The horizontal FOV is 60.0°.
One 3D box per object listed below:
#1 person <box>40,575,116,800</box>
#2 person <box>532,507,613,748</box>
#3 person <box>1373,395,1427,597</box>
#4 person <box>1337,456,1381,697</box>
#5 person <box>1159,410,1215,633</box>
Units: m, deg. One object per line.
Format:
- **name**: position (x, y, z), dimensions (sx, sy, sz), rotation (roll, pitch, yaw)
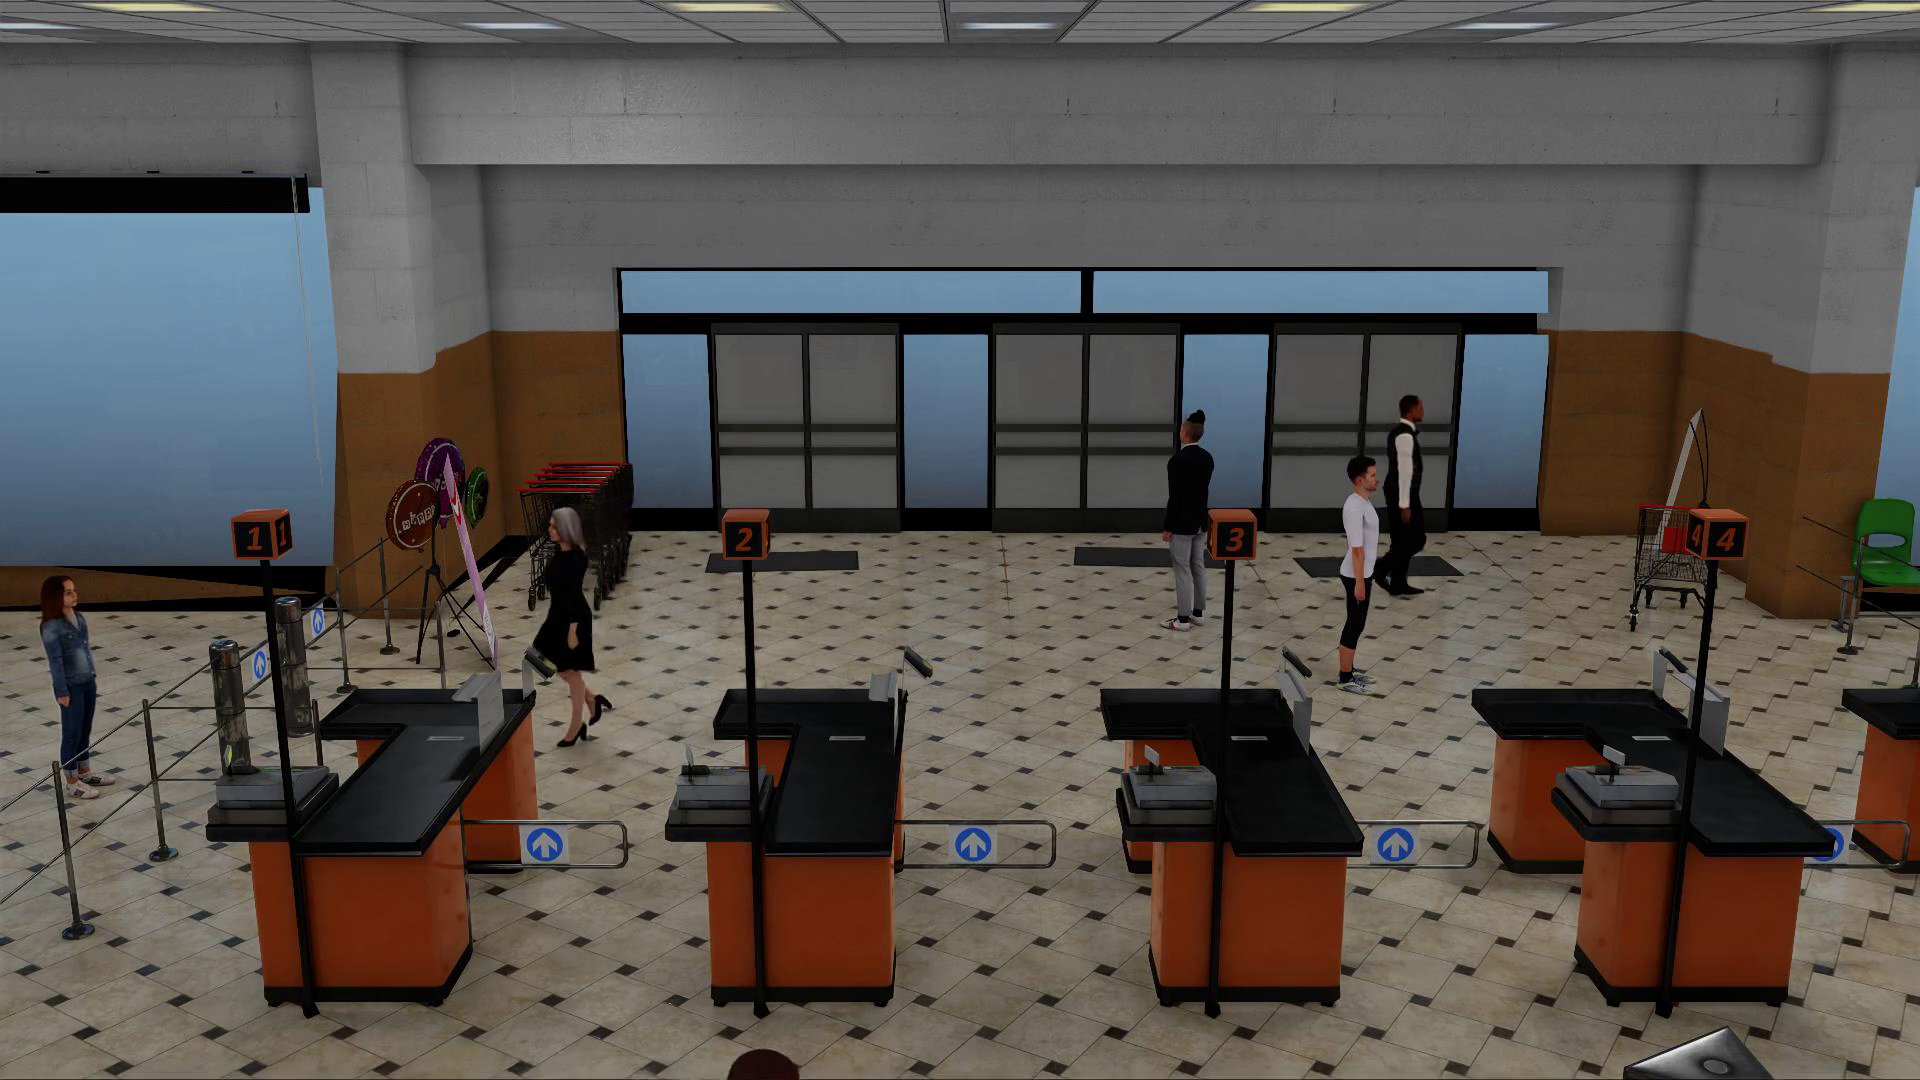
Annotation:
- **person**: position (-5.815, 0.947, 10.905), dimensions (0.637, 1.476, 0.436), rotation (-1, 14, -2)
- **person**: position (-2.683, 0.649, 11.765), dimensions (0.862, 1.651, 0.825), rotation (-8, 16, -31)
- **person**: position (4.053, -0.397, 15.528), dimensions (0.803, 1.909, 0.758), rotation (1, 14, 4)
- **person**: position (3.096, 0.257, 12.955), dimensions (0.792, 1.852, 0.609), rotation (4, 14, 16)
- **person**: position (2.006, -0.182, 14.555), dimensions (0.786, 1.950, 0.845), rotation (-13, 19, -43)
